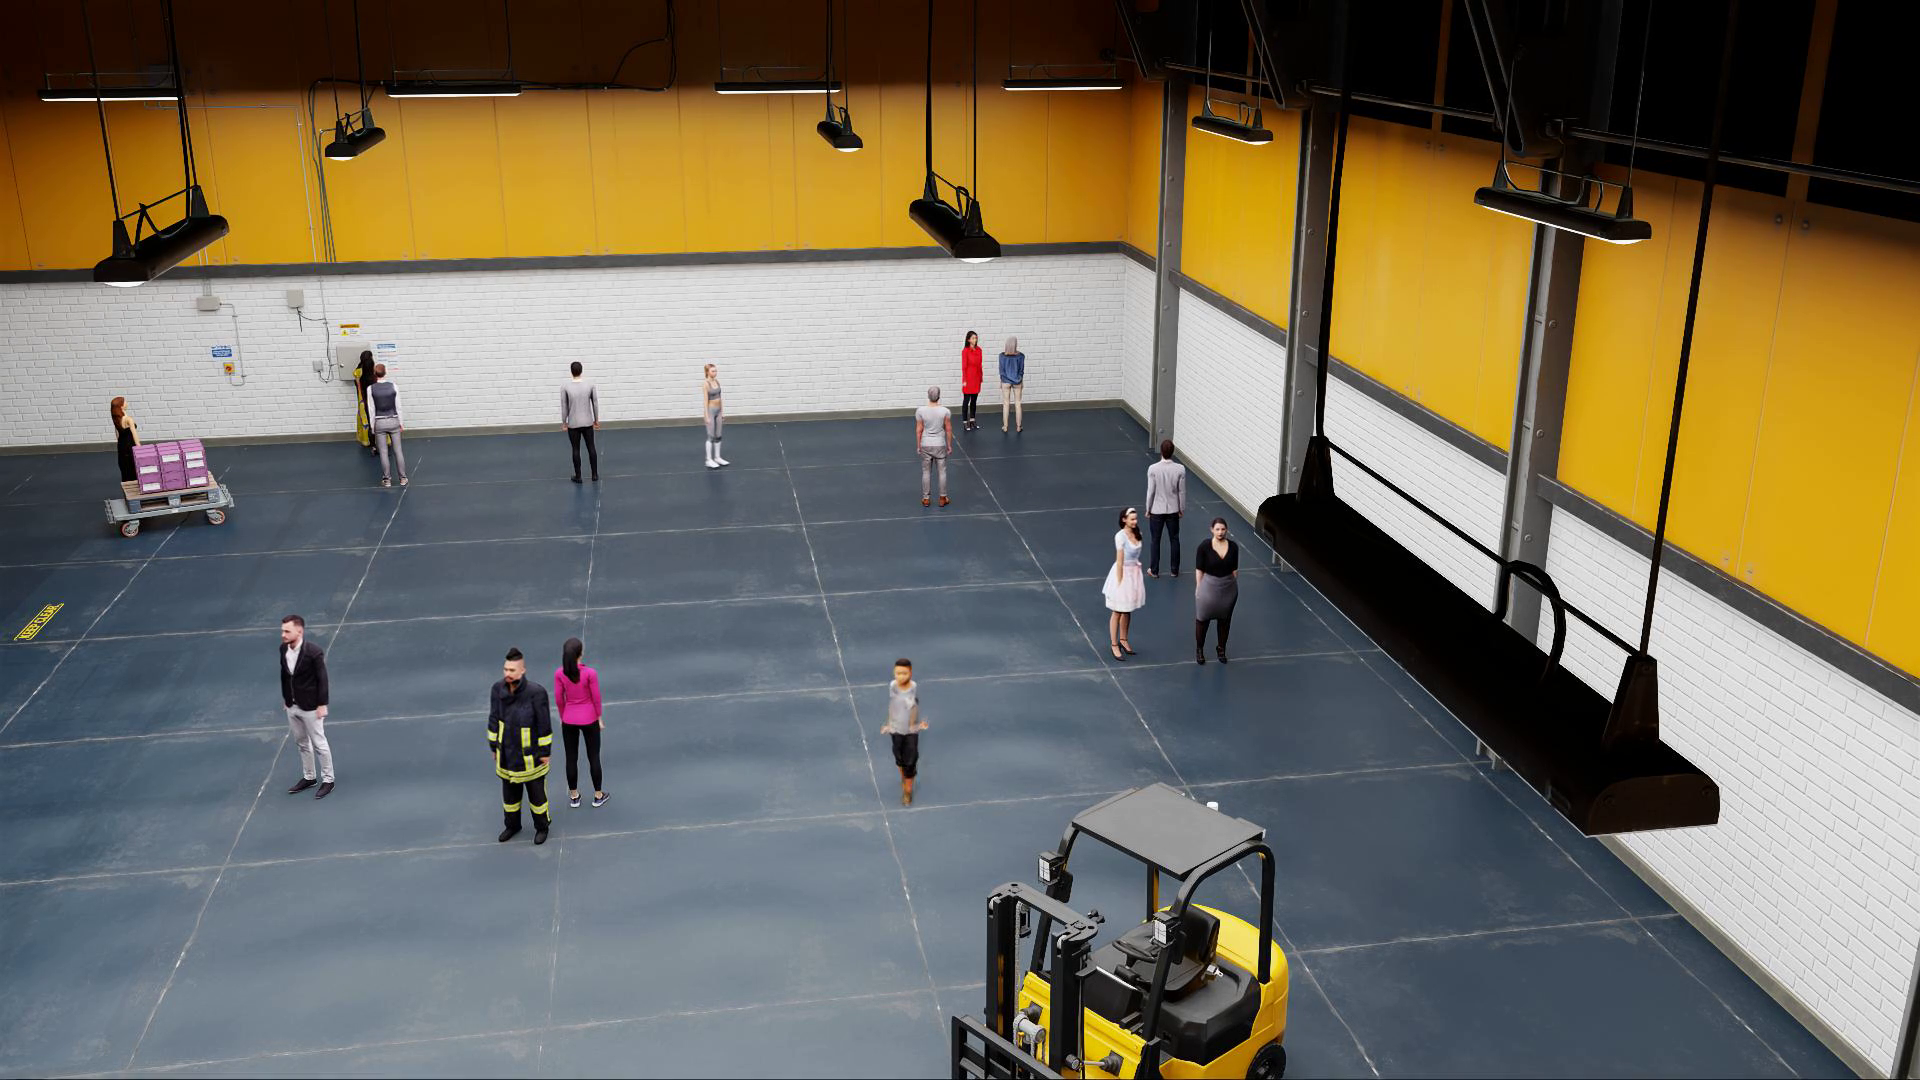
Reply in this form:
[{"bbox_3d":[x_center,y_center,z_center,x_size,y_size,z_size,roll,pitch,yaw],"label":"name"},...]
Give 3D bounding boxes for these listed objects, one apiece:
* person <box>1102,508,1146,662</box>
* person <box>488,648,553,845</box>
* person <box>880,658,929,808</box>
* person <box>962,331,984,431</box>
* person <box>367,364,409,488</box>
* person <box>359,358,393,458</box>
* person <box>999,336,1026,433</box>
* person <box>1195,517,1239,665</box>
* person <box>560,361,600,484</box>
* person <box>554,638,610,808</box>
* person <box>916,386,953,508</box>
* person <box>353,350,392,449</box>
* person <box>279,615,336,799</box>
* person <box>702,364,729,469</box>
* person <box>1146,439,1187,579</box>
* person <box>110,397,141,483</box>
[{"bbox_3d":[1.919,0.489,19.276,0.905,1.818,0.854,16,25,40],"label":"person"},{"bbox_3d":[-3.991,1.858,15.144,0.850,1.860,0.838,4,19,11],"label":"person"},{"bbox_3d":[-0.537,1.747,16.133,0.754,1.439,0.940,2,19,6],"label":"person"},{"bbox_3d":[0.206,-2.808,29.176,0.728,1.747,0.765,-15,24,-38],"label":"person"},{"bbox_3d":[-8.927,-1.803,25.895,0.693,1.937,0.632,-7,20,-19],"label":"person"},{"bbox_3d":[-9.688,-2.192,27.487,0.660,1.658,0.665,6,20,18],"label":"person"},{"bbox_3d":[0.907,-2.732,29.028,0.640,1.697,0.605,0,19,-1],"label":"person"},{"bbox_3d":[2.937,0.573,19.118,0.667,1.760,0.613,-2,19,-7],"label":"person"},{"bbox_3d":[-5.954,-1.853,26.067,0.797,1.922,0.707,-8,20,-23],"label":"person"},{"bbox_3d":[-3.612,1.726,15.791,0.631,1.698,0.631,1,19,3],"label":"person"},{"bbox_3d":[-0.390,-1.403,24.874,0.736,1.831,0.635,1,19,2],"label":"person"},{"bbox_3d":[-9.926,-2.387,28.065,0.932,1.659,0.879,2,19,4],"label":"person"},{"bbox_3d":[-6.297,1.575,16.013,0.744,1.843,0.742,7,20,21],"label":"person"},{"bbox_3d":[-4.008,-2.028,26.938,0.715,1.697,0.646,11,22,30],"label":"person"},{"bbox_3d":[2.696,-0.413,21.905,0.693,1.850,0.577,-2,19,-5],"label":"person"},{"bbox_3d":[-12.564,-1.373,25.108,0.675,1.625,0.719,8,20,24],"label":"person"}]
